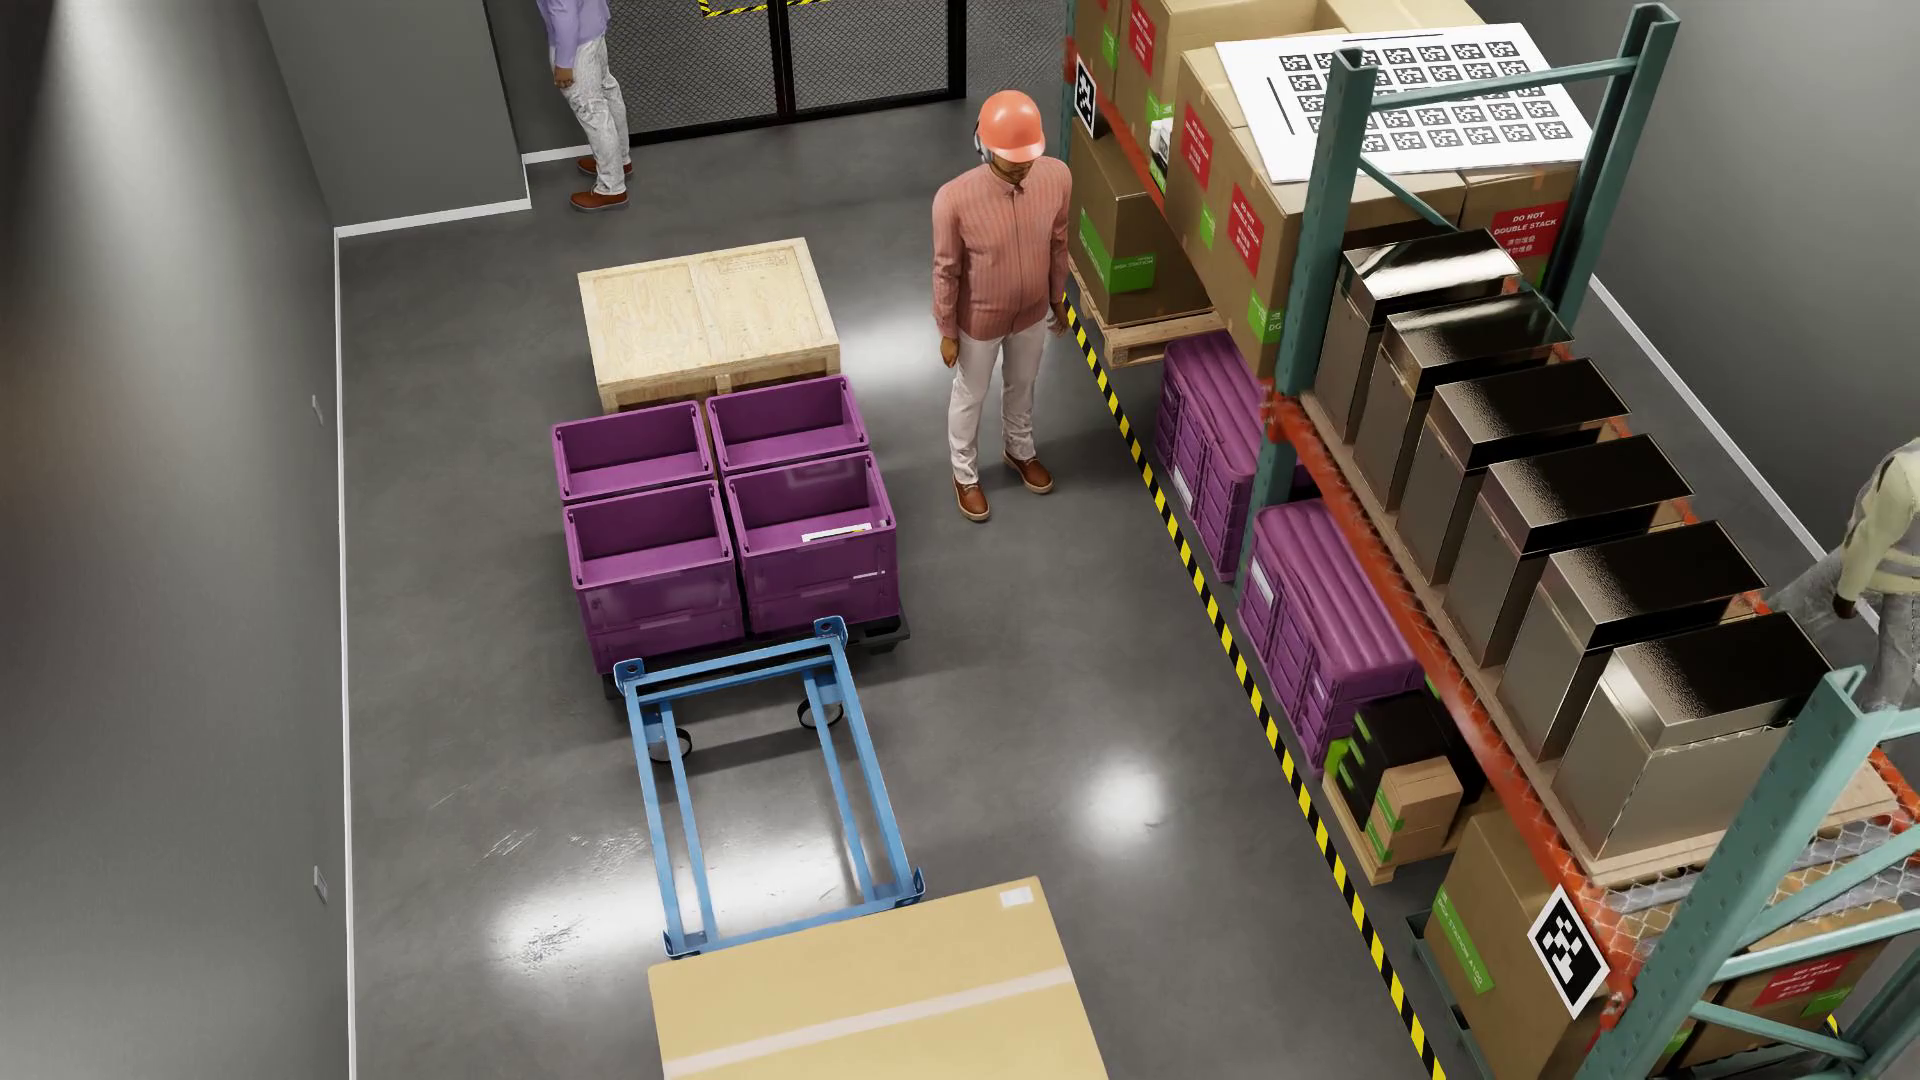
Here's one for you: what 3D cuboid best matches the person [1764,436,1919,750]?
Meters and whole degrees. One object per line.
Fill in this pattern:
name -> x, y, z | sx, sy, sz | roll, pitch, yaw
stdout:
person -> 3.349, -0.030, 6.012 | 0.610, 1.788, 0.918 | -10, 48, -9

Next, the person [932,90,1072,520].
person -> 0.174, -0.928, 6.701 | 0.612, 1.995, 0.375 | -23, 51, -19

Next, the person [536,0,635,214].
person -> -1.900, -2.511, 8.192 | 0.355, 1.938, 0.634 | 1, 47, 1
